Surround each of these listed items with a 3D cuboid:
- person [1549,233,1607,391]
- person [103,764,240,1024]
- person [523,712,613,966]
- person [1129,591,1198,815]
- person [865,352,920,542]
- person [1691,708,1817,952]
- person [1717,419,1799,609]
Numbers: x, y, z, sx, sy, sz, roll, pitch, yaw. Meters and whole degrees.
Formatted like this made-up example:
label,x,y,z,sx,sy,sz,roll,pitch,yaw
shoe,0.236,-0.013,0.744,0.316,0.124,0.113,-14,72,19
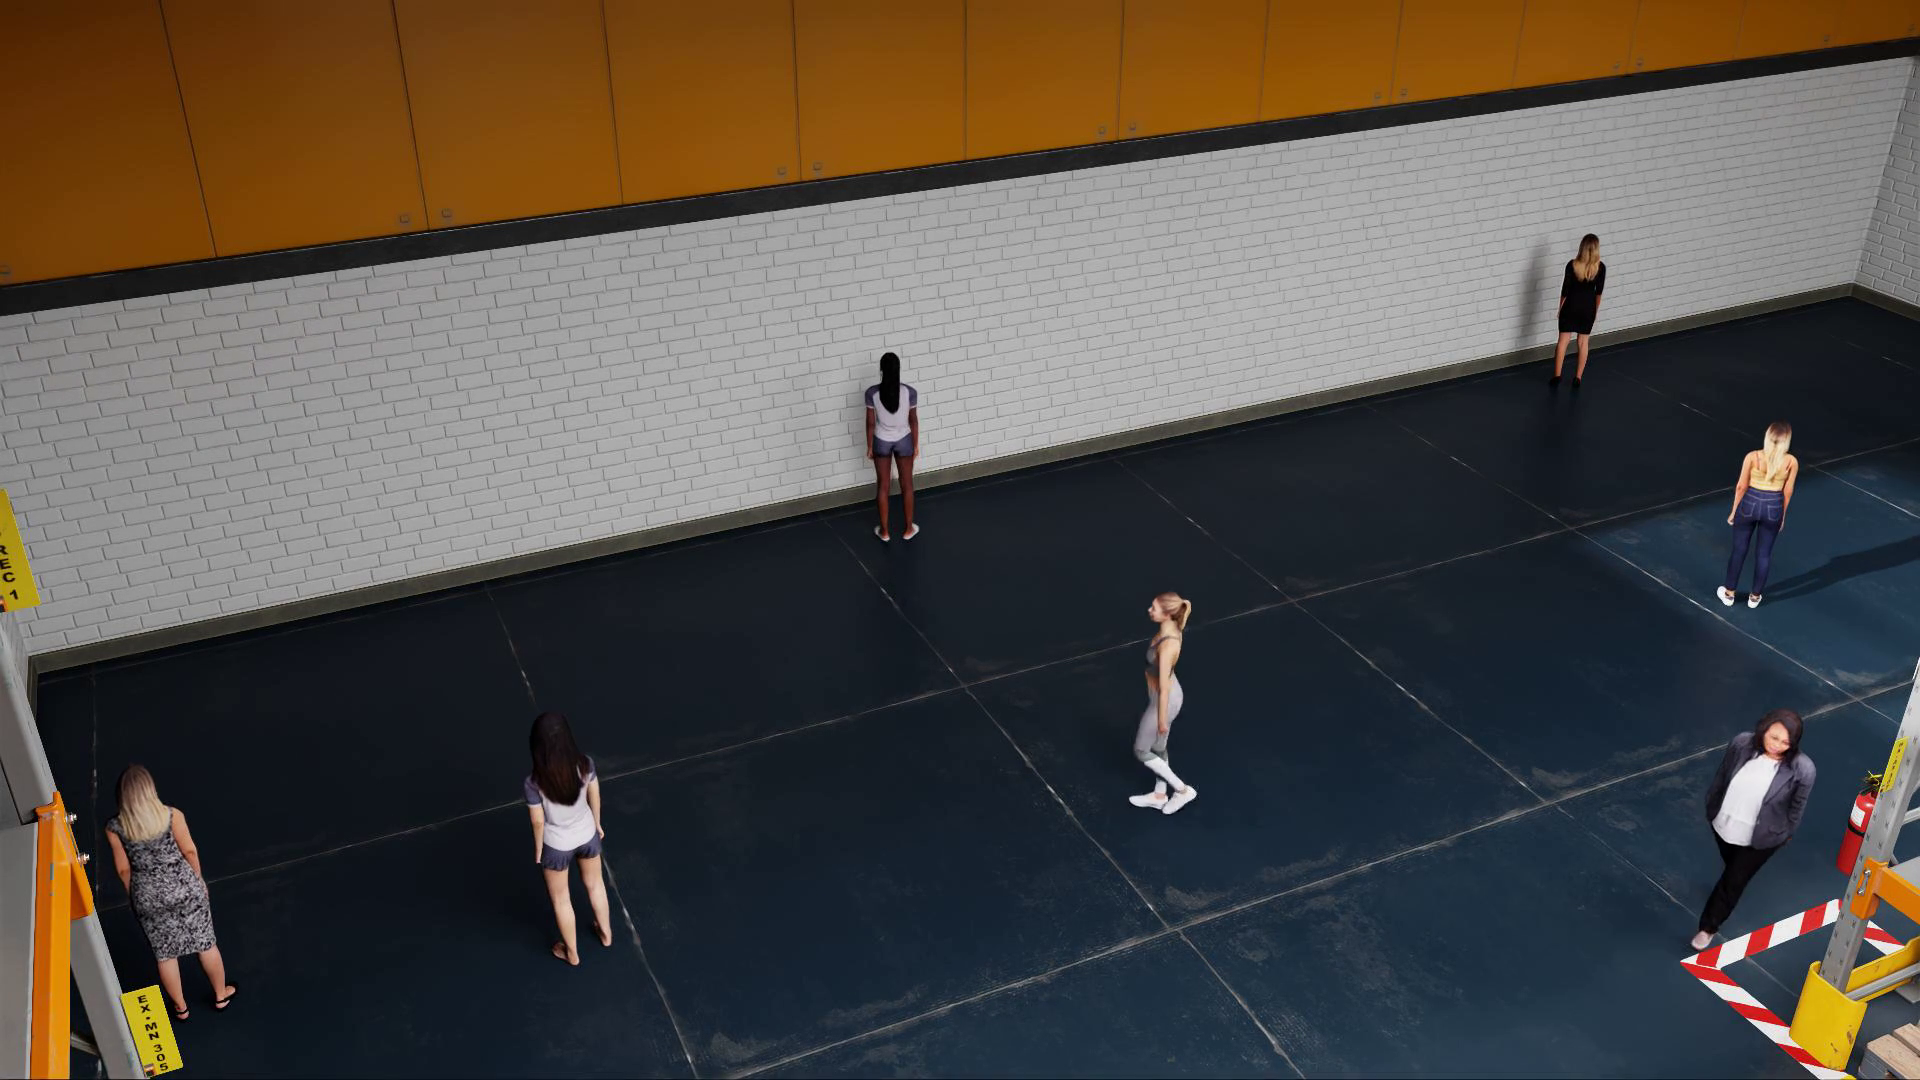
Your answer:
label,x,y,z,sx,sy,sz,roll,pitch,yaw
person,6.414,-2.369,17.262,0.608,1.679,0.640,6,29,11
person,-4.422,1.980,9.262,0.595,1.705,0.540,-8,30,-15
person,-2.298,1.735,9.709,0.648,1.706,0.603,-22,36,-35
person,1.411,1.090,10.911,0.808,1.688,0.754,7,29,13
person,-0.587,-0.808,14.353,0.671,1.723,0.646,-2,29,-4
person,4.765,1.664,9.985,0.941,1.567,1.095,-23,36,-35
person,6.419,-0.211,13.358,0.651,1.628,0.706,9,30,15
